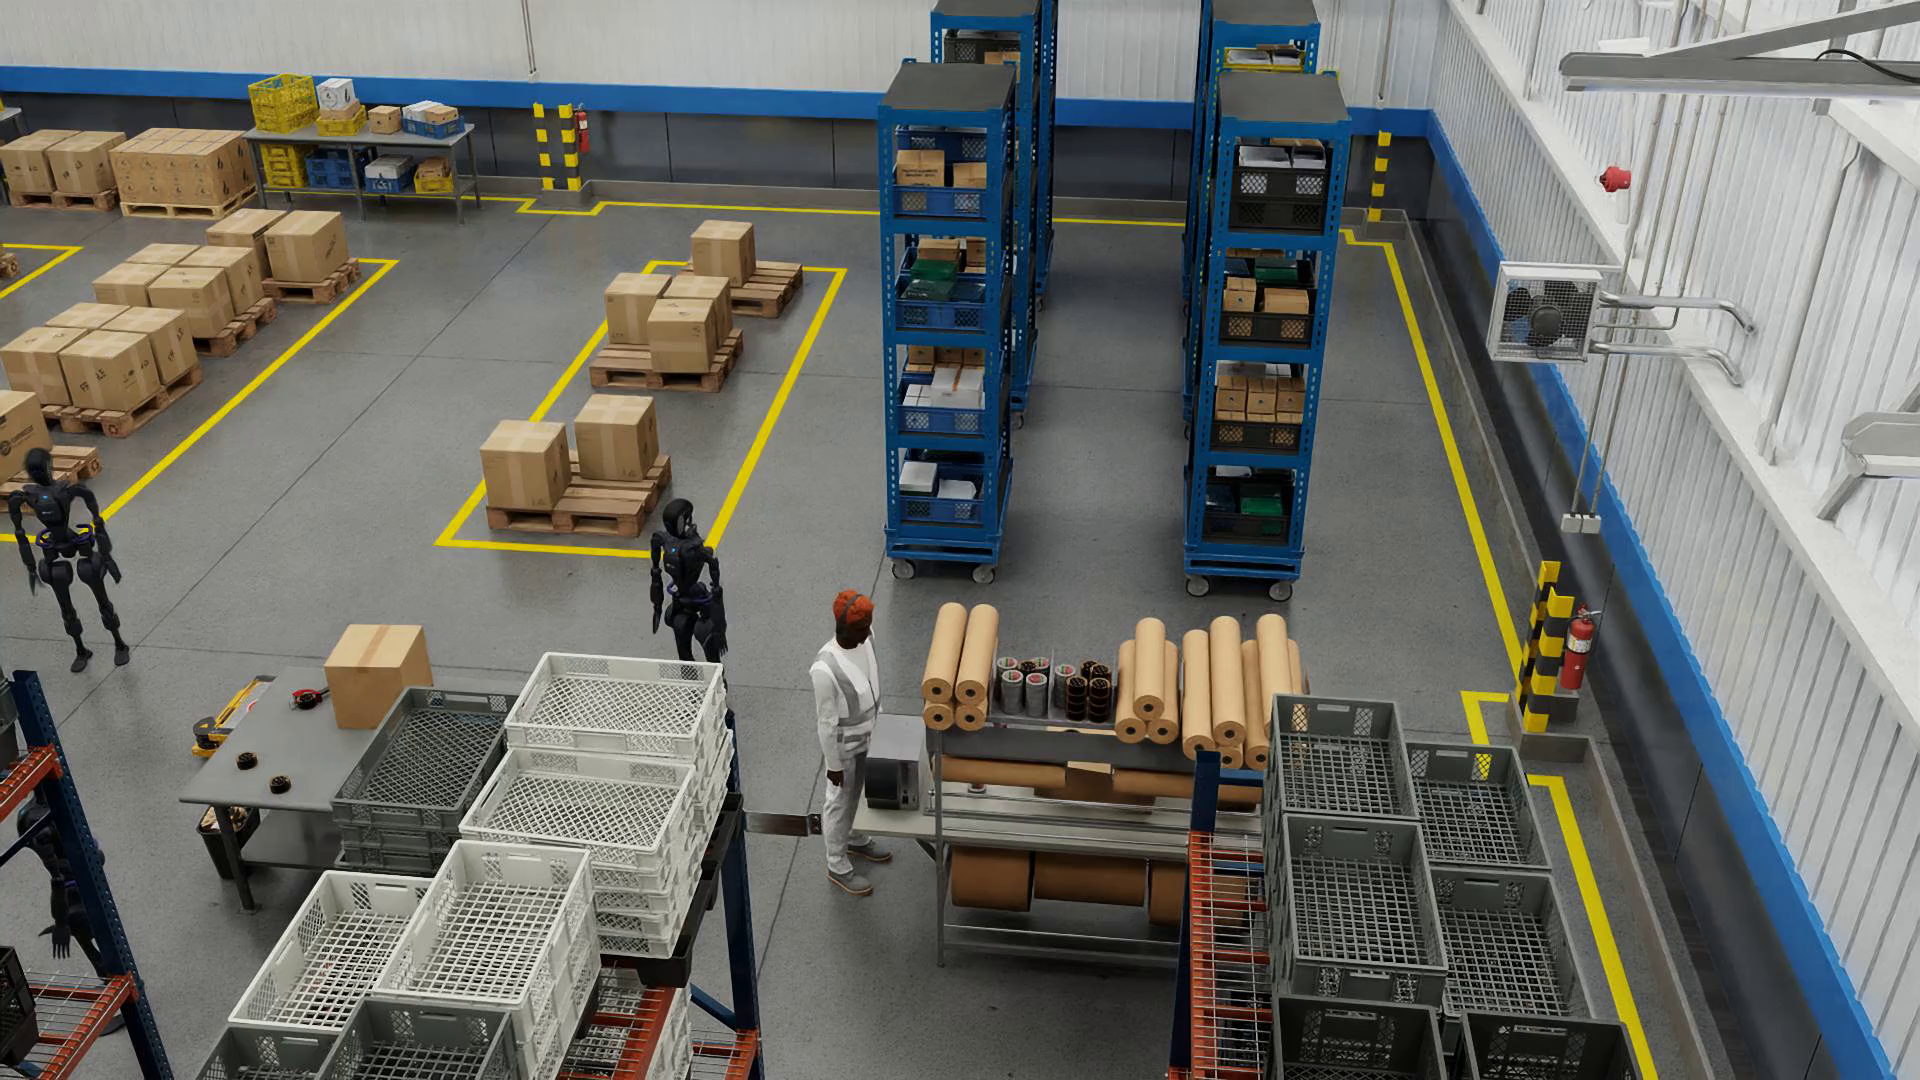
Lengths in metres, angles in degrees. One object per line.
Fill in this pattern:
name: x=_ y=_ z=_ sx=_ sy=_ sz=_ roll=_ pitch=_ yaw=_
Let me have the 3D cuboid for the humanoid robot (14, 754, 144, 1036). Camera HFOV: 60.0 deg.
humanoid robot: x=-4.421 y=1.740 z=8.271 sx=0.330 sy=1.657 sz=0.584 roll=-12 pitch=32 yaw=-20

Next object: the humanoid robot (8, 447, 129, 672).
humanoid robot: x=-5.917 y=0.128 z=11.053 sx=0.570 sy=1.655 sz=0.310 roll=-8 pitch=31 yaw=-13

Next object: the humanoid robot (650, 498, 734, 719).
humanoid robot: x=-1.691 y=0.463 z=10.476 sx=0.573 sy=1.652 sz=0.328 roll=16 pitch=34 yaw=25

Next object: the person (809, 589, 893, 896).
person: x=-0.594 y=1.093 z=9.188 sx=0.356 sy=1.887 sz=0.572 roll=12 pitch=32 yaw=19

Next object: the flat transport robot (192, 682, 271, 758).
flat transport robot: x=-4.089 y=1.163 z=10.648 sx=1.431 sy=0.197 sz=0.652 roll=3 pitch=30 yaw=6
